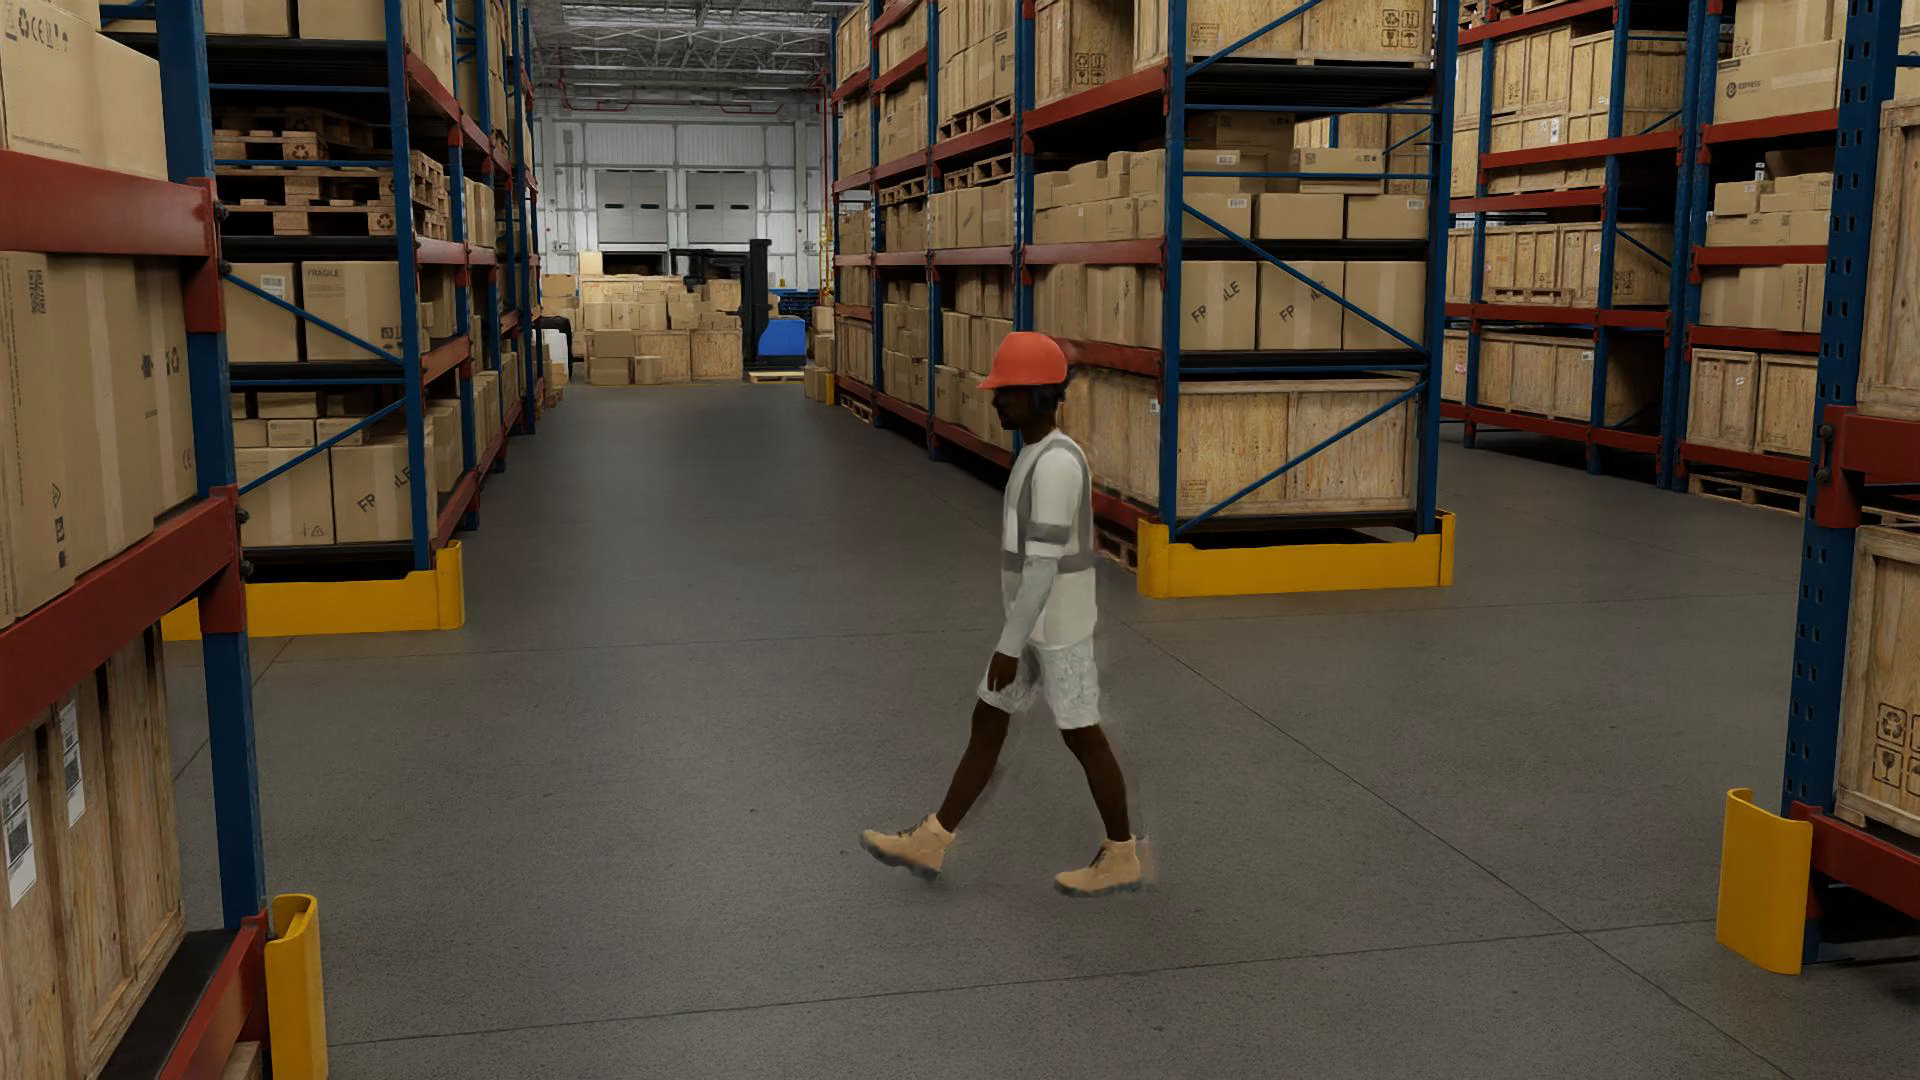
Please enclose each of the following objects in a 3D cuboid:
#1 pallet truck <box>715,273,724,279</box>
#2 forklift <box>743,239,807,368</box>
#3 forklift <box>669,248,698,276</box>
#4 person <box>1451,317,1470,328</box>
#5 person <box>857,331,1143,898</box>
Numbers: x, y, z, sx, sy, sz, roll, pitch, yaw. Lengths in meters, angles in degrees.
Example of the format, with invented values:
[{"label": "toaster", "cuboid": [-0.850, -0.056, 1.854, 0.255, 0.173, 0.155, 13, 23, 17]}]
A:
[{"label": "pallet truck", "cuboid": [-8.580, -8.986, 62.280, 1.885, 1.965, 0.823, 1, 9, 5]}, {"label": "forklift", "cuboid": [-4.349, -5.159, 36.268, 1.873, 2.768, 1.129, -2, 10, -12]}, {"label": "forklift", "cuboid": [-9.059, -8.182, 54.697, 1.129, 2.768, 1.873, -8, 12, -40]}, {"label": "person", "cuboid": [9.451, -3.830, 31.167, 0.712, 1.886, 0.558, -2, 10, -13]}, {"label": "person", "cuboid": [0.165, 0.285, 5.764, 1.062, 1.988, 0.623, -1, 9, -8]}]
